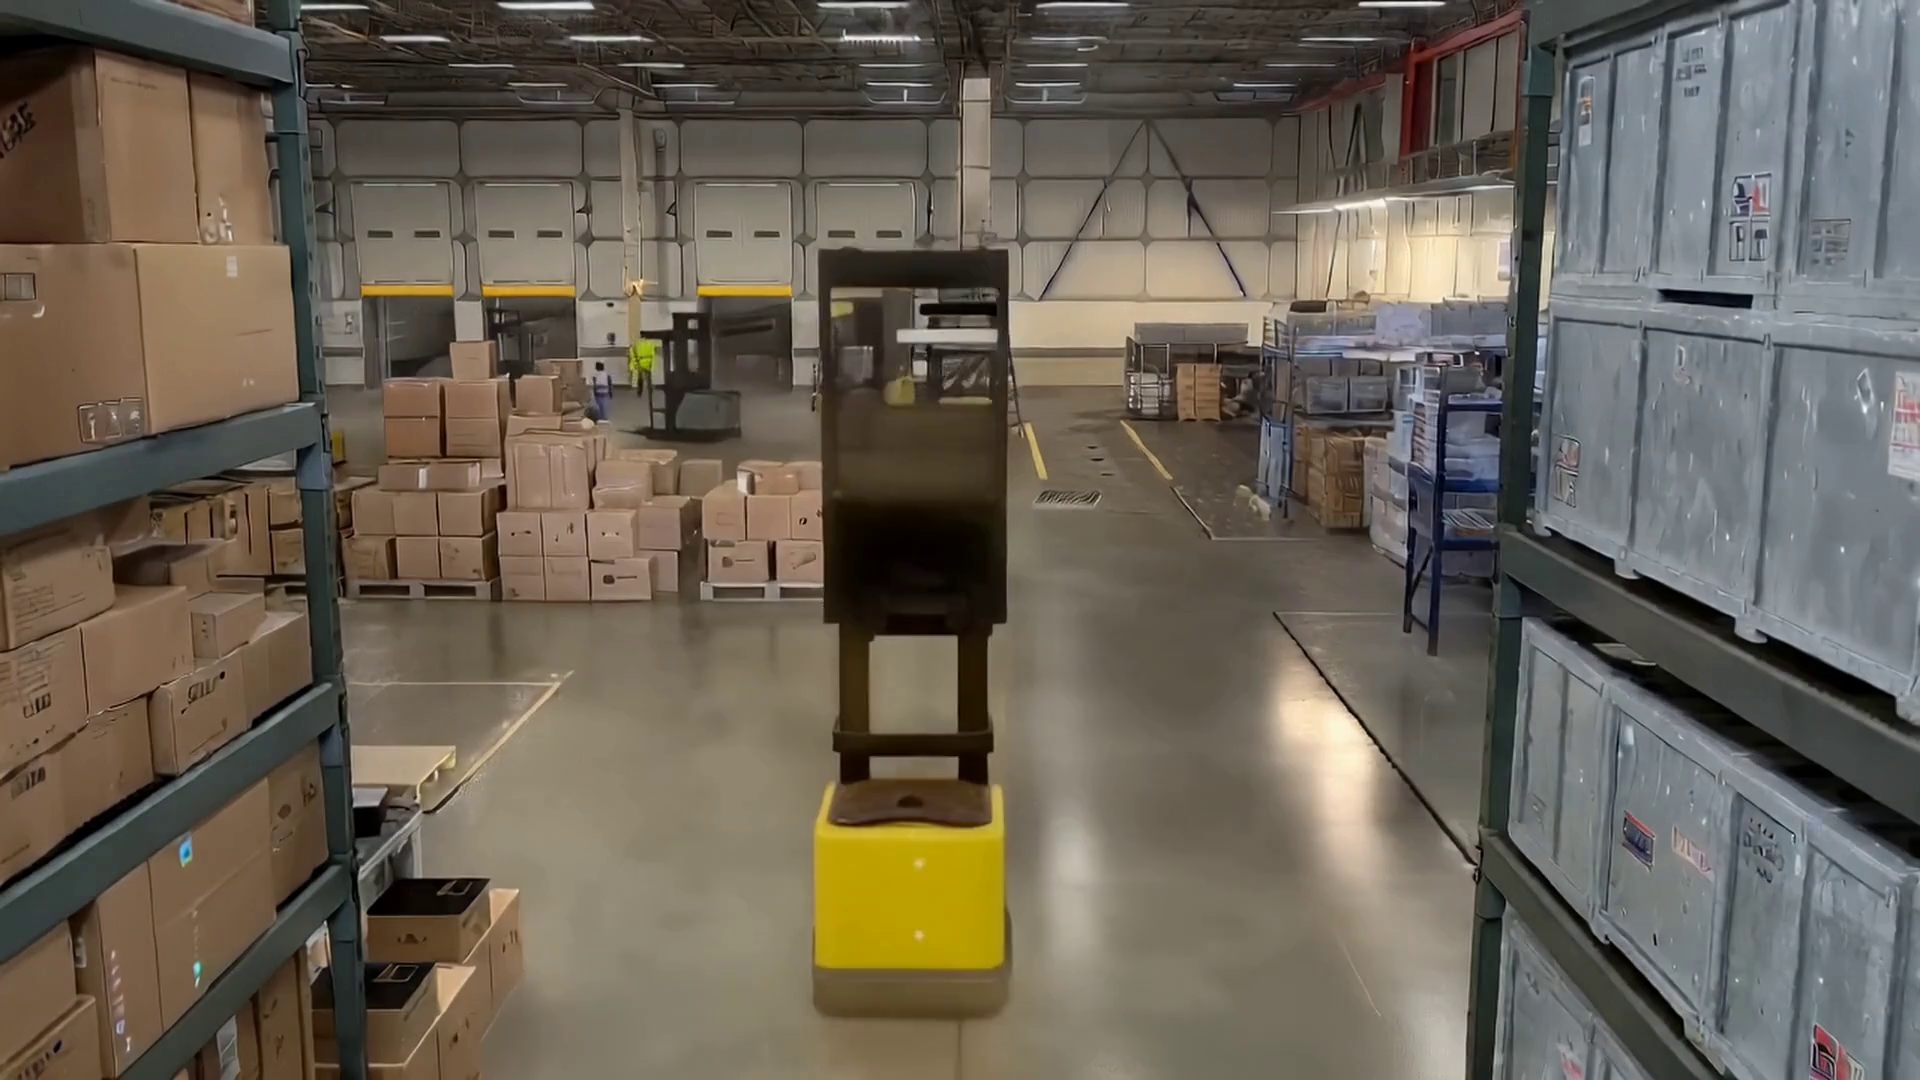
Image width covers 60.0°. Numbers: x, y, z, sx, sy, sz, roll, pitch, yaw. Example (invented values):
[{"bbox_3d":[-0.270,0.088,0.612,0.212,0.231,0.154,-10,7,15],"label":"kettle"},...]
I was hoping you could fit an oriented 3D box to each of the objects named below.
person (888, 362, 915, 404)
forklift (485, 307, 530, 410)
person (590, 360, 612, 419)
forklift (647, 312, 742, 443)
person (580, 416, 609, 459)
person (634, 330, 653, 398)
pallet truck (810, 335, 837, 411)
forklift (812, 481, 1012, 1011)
[{"bbox_3d":[-1.165,-2.635,33.618,0.630,1.940,0.372,-8,12,-38],"label":"person"},{"bbox_3d":[-10.754,-4.150,39.646,1.129,2.768,1.873,0,10,1],"label":"forklift"},{"bbox_3d":[-8.378,-3.407,38.966,0.525,1.622,0.468,-6,11,-31],"label":"person"},{"bbox_3d":[-5.831,-3.601,36.477,1.873,2.768,1.129,6,12,31],"label":"forklift"},{"bbox_3d":[-5.041,-0.737,22.732,0.595,1.917,0.380,-9,13,-43],"label":"person"},{"bbox_3d":[-9.006,-5.010,47.365,0.546,1.927,0.389,1,10,4],"label":"person"},{"bbox_3d":[-3.021,-4.312,43.126,1.885,1.965,0.823,3,10,17],"label":"pallet truck"},{"bbox_3d":[-0.267,1.051,9.636,1.129,2.768,1.873,0,10,1],"label":"forklift"}]
